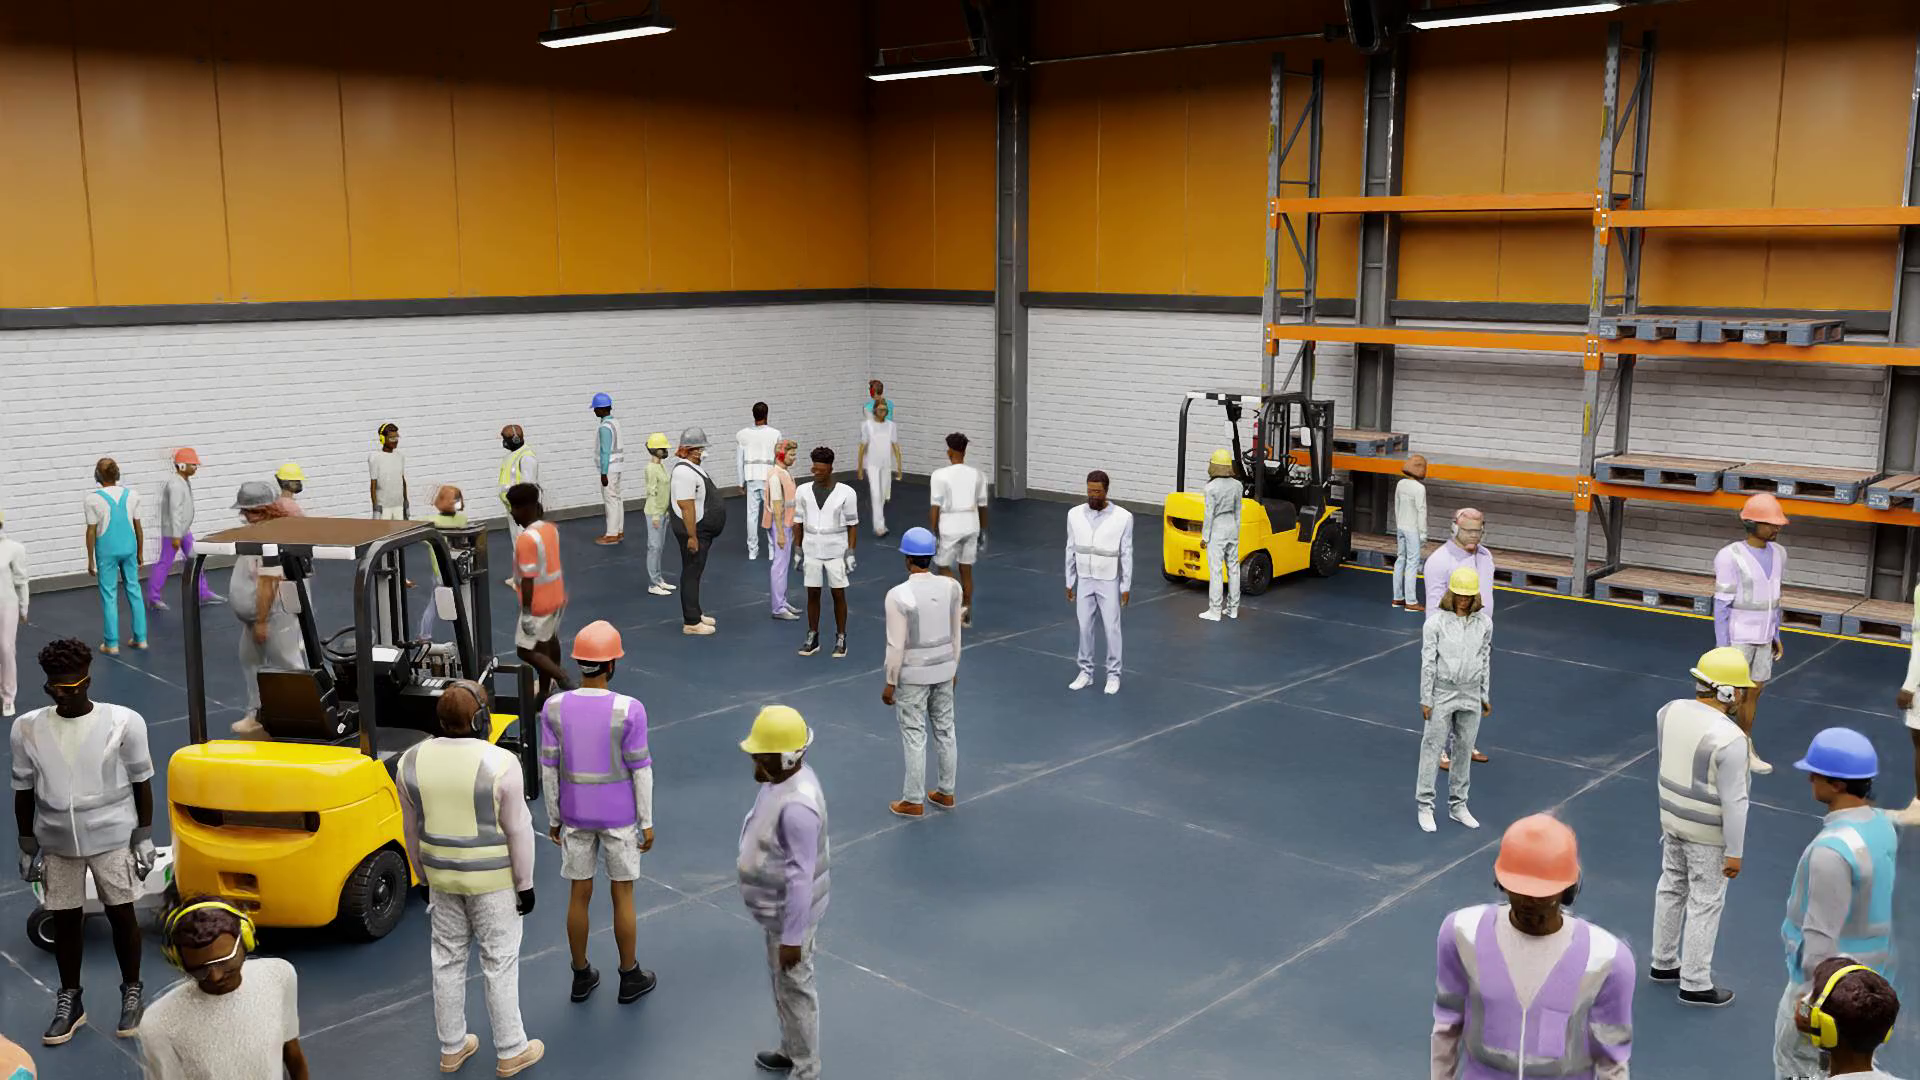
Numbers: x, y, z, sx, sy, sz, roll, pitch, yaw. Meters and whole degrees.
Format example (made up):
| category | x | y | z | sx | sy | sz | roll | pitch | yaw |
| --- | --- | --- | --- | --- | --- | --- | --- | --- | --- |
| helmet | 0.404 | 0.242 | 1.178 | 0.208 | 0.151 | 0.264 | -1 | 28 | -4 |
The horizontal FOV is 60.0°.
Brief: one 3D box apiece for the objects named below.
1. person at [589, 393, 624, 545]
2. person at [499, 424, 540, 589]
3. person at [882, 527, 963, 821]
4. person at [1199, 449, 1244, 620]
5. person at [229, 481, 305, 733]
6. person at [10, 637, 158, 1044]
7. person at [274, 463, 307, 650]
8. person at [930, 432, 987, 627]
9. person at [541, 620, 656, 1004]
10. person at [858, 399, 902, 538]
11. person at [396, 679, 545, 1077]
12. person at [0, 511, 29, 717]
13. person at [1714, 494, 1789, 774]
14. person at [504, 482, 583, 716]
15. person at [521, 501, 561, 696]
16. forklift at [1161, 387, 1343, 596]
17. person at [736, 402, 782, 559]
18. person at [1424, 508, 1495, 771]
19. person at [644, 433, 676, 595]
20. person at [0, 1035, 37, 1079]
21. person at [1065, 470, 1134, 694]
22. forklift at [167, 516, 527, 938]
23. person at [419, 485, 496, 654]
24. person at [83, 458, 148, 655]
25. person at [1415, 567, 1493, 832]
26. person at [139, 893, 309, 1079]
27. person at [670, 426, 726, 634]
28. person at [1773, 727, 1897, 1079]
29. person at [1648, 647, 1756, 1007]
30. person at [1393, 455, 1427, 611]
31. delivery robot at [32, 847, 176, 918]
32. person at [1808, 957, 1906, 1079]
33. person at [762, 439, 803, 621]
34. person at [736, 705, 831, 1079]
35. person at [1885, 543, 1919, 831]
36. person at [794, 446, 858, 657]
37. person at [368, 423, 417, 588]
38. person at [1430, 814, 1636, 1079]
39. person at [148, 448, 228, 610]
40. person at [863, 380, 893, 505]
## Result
| category | x | y | z | sx | sy | sz | roll | pitch | yaw |
| --- | --- | --- | --- | --- | --- | --- | --- | --- | --- |
| person | -4.494 | -0.909 | 21.221 | 0.416 | 1.939 | 0.604 | 0 | 10 | 0 |
| person | -4.902 | -0.376 | 18.499 | 0.429 | 1.830 | 0.640 | -7 | 12 | -34 |
| person | -0.250 | 0.879 | 11.000 | 0.602 | 1.949 | 0.393 | -7 | 12 | -36 |
| person | 2.646 | -0.055 | 16.904 | 0.484 | 1.745 | 0.297 | -6 | 12 | -30 |
| person | -5.373 | 0.531 | 12.723 | 0.754 | 2.000 | 0.707 | -4 | 11 | -23 |
| person | -4.150 | 1.416 | 7.895 | 0.614 | 1.962 | 0.366 | -2 | 10 | -13 |
| person | -6.279 | 0.155 | 15.651 | 0.328 | 1.765 | 0.527 | -8 | 13 | -39 |
| person | -0.011 | -0.086 | 16.465 | 0.654 | 1.956 | 0.518 | -5 | 11 | -27 |
| person | -1.791 | 1.357 | 8.314 | 0.553 | 1.935 | 0.364 | 1 | 10 | 8 |
| person | -1.015 | -0.929 | 21.712 | 0.538 | 1.799 | 0.938 | -4 | 11 | -23 |
| person | -2.208 | 1.535 | 7.572 | 0.625 | 1.845 | 0.429 | 2 | 10 | 12 |
| person | -7.856 | 0.530 | 13.538 | 0.523 | 1.746 | 0.615 | -4 | 11 | -22 |
| person | 5.642 | 0.683 | 11.851 | 0.616 | 2.041 | 0.380 | -4 | 11 | -23 |
| person | -3.298 | 0.491 | 13.224 | 0.586 | 1.943 | 0.653 | 2 | 10 | 11 |
| person | -3.549 | 0.481 | 14.001 | 0.322 | 1.691 | 0.535 | 1 | 10 | 8 |
| forklift | 3.298 | -0.608 | 18.767 | 1.214 | 2.155 | 2.313 | 9 | 13 | 42 |
| person | -2.409 | -0.714 | 20.158 | 0.589 | 1.920 | 0.392 | 2 | 10 | 10 |
| person | 3.655 | 0.711 | 12.087 | 0.655 | 1.903 | 0.407 | -7 | 12 | -33 |
| person | -3.285 | -0.289 | 18.173 | 0.312 | 1.768 | 0.522 | 0 | 10 | 2 |
| person | -2.897 | 2.007 | 4.794 | 0.639 | 1.883 | 0.377 | 4 | 11 | 19 |
| person | 1.185 | 0.347 | 14.147 | 0.592 | 1.911 | 0.384 | 5 | 11 | 25 |
| forklift | -3.583 | 0.976 | 9.748 | 1.214 | 2.155 | 2.313 | 2 | 10 | 11 |
| person | -4.750 | 0.275 | 15.458 | 0.846 | 1.591 | 0.515 | 5 | 11 | 27 |
| person | -7.866 | 0.148 | 15.493 | 0.342 | 1.840 | 0.505 | 8 | 13 | 40 |
| person | 3.214 | 1.025 | 10.760 | 0.492 | 1.740 | 0.319 | -2 | 10 | -13 |
| person | -2.251 | 1.953 | 5.229 | 0.380 | 1.837 | 0.550 | 9 | 13 | 41 |
| person | -2.568 | -0.108 | 16.361 | 0.538 | 2.000 | 0.689 | -1 | 10 | -6 |
| person | 3.481 | 1.682 | 6.505 | 0.614 | 1.926 | 0.698 | -10 | 14 | -44 |
| person | 3.706 | 1.421 | 8.292 | 0.403 | 1.819 | 0.601 | -2 | 10 | -13 |
| person | 4.711 | -0.078 | 17.348 | 0.284 | 1.633 | 0.498 | -3 | 10 | -16 |
| delivery robot | -4.679 | 1.854 | 9.148 | 0.707 | 0.478 | 0.477 | -3 | 10 | -15 |
| person | 2.389 | 2.054 | 4.575 | 0.511 | 1.862 | 0.324 | -2 | 10 | -10 |
| person | -1.817 | -0.109 | 16.940 | 0.390 | 1.840 | 0.565 | 0 | 10 | 1 |
| person | -0.782 | 1.599 | 7.321 | 0.404 | 1.820 | 0.667 | -2 | 10 | -12 |
| person | 6.341 | 0.869 | 10.814 | 0.619 | 2.039 | 0.397 | -5 | 11 | -26 |
| person | -1.248 | 0.106 | 15.352 | 0.613 | 1.964 | 0.361 | 2 | 10 | 13 |
| person | -6.270 | -0.362 | 18.333 | 0.327 | 1.862 | 0.510 | 6 | 11 | 29 |
| person | 1.824 | 1.833 | 5.354 | 0.618 | 2.024 | 0.554 | 5 | 11 | 27 |
| person | -8.185 | -0.115 | 17.420 | 0.760 | 1.694 | 0.585 | -2 | 10 | -11 |
| person | -1.199 | -1.423 | 24.399 | 0.390 | 1.847 | 0.566 | 8 | 13 | 38 |
